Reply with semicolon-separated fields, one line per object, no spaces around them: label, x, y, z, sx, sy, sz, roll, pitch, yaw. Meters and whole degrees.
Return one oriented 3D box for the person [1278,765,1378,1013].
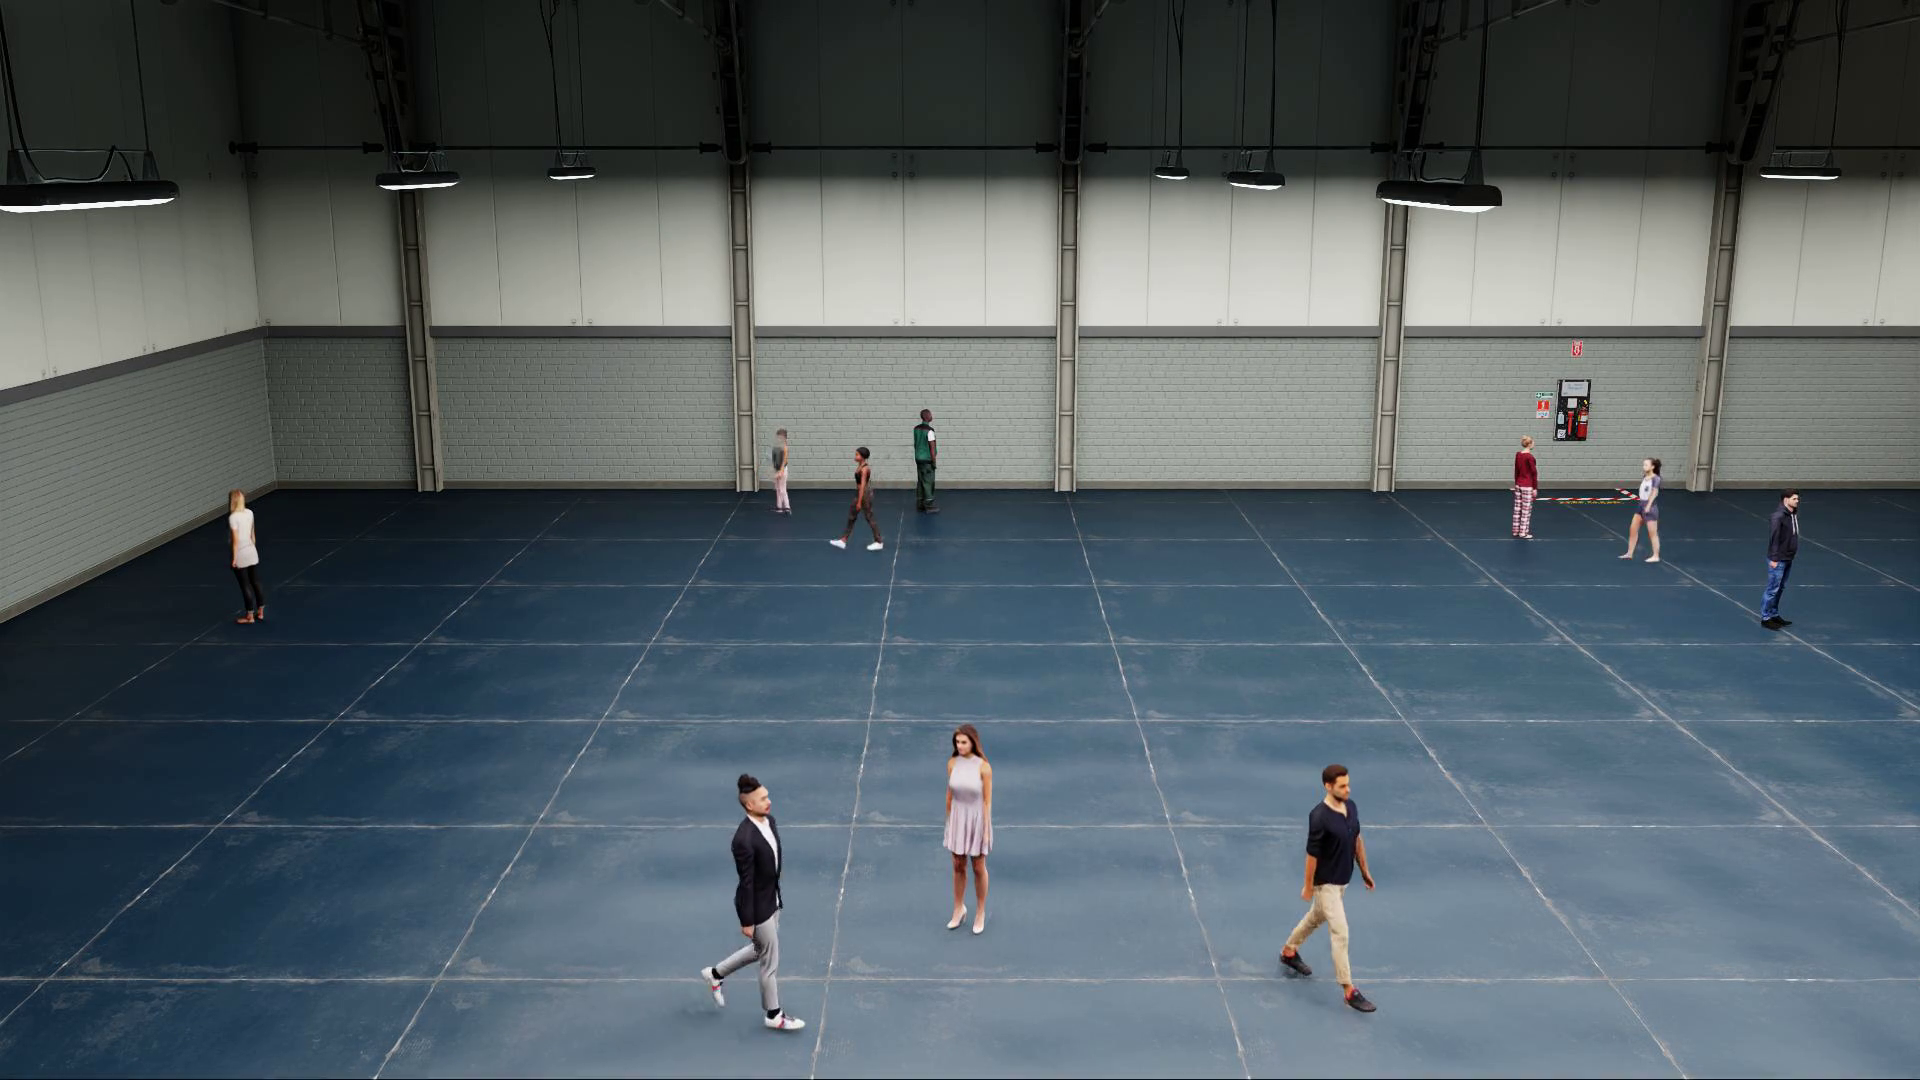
person;2.697;2.527;12.429;1.229;1.810;1.164;13;18;43

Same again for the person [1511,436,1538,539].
person;9.323;-0.891;27.441;0.641;1.696;0.682;-5;14;-22

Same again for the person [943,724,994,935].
person;0.075;2.321;13.411;0.636;1.768;0.721;6;14;24

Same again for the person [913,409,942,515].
person;-0.607;-1.396;29.304;0.823;1.839;0.786;-10;17;-38

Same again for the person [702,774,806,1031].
person;-1.526;2.582;11.922;1.143;1.931;0.885;4;14;15

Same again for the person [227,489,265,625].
person;-9.623;0.215;22.383;0.631;1.824;0.673;4;14;17

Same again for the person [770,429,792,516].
person;-3.171;-1.216;29.205;0.745;1.534;0.780;-4;14;-19

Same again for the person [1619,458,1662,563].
person;10.708;-0.446;25.677;0.874;1.626;0.684;-3;13;-11

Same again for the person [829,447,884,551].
person;-1.452;-0.630;26.401;1.126;1.657;0.775;-3;13;-14

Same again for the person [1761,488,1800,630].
person;10.934;0.227;22.175;0.739;1.894;0.816;-11;17;-40
